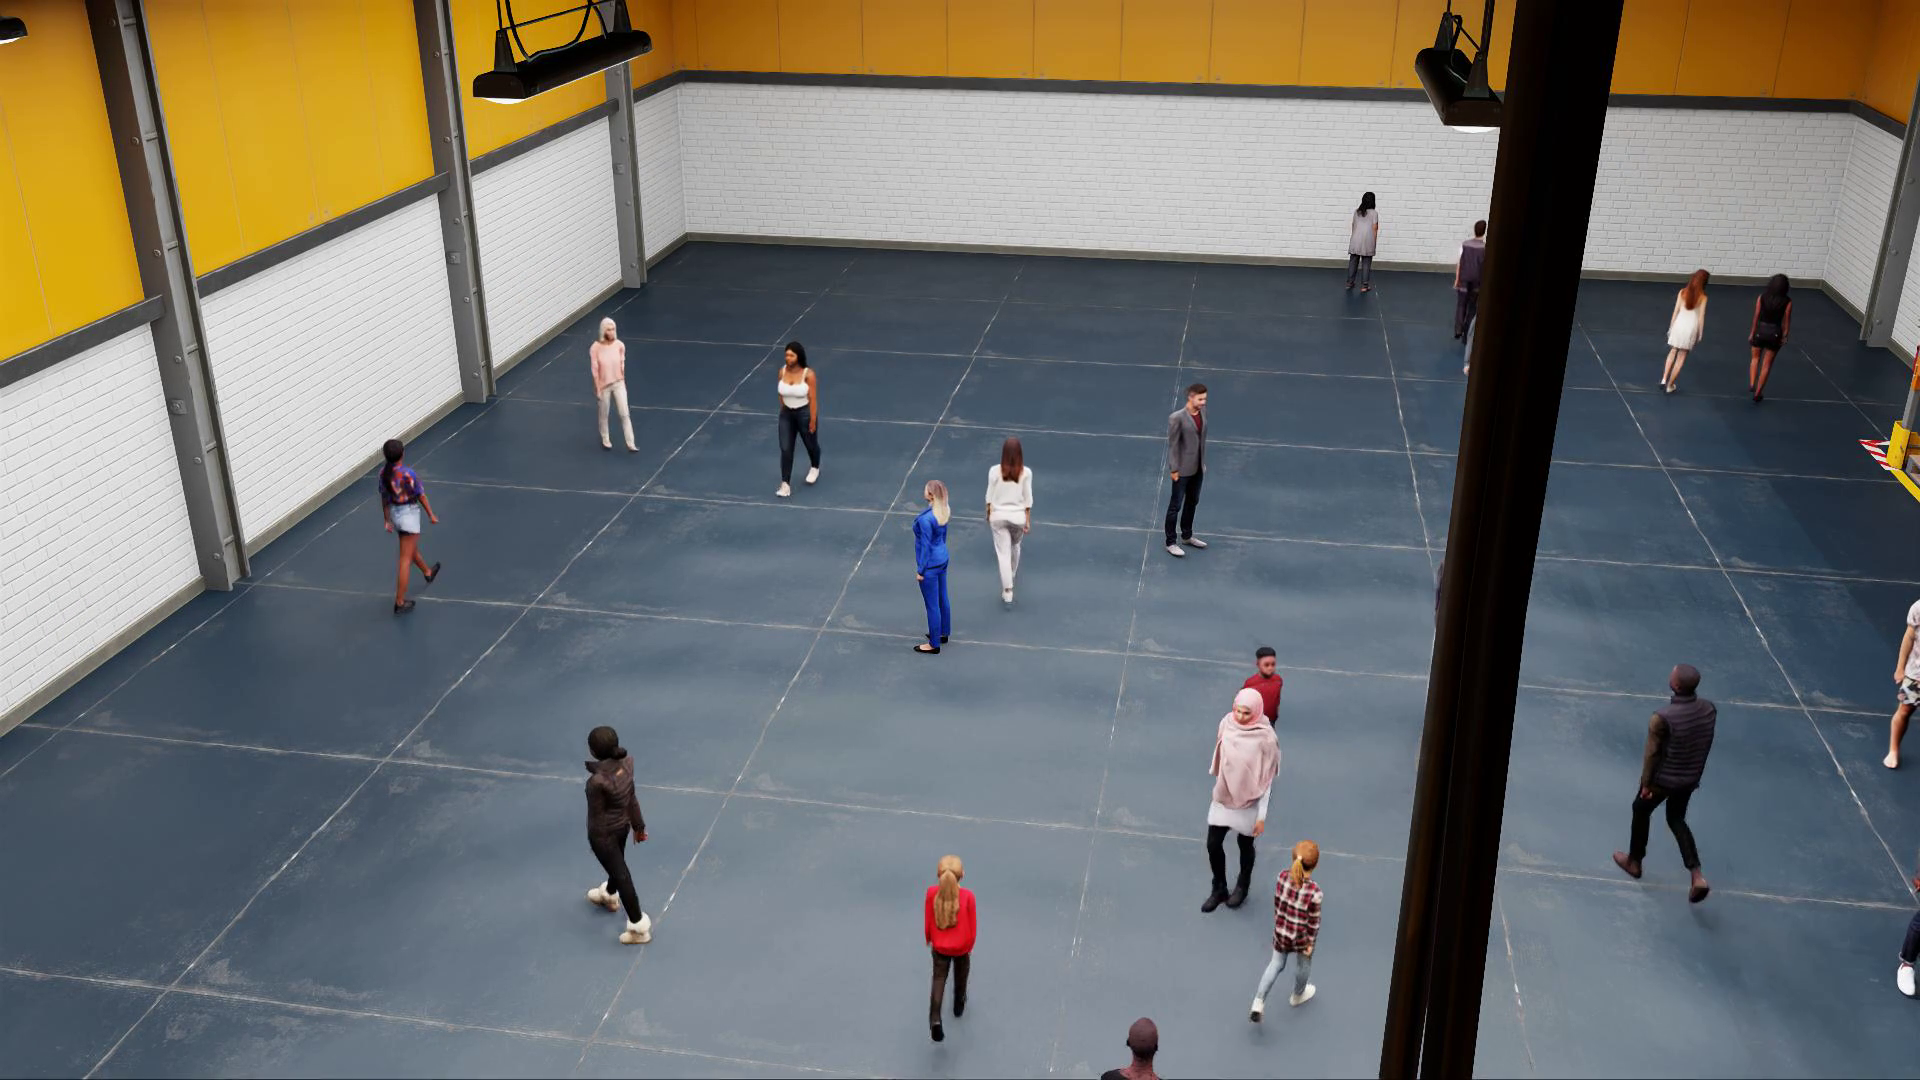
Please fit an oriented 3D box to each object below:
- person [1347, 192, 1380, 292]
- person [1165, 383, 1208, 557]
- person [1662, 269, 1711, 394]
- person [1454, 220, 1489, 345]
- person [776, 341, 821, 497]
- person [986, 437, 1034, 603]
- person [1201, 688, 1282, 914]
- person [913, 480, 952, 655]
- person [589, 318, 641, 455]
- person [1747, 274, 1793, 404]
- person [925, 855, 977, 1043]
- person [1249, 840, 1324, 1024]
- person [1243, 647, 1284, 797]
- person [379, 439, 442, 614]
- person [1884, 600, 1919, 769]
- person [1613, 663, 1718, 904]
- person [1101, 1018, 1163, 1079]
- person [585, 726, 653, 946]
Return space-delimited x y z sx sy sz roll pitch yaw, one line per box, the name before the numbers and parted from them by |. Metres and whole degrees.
person | 6.641 -4.930 27.406 0.769 1.603 0.818 20 30 38
person | 2.404 -0.775 17.564 0.761 1.873 0.843 -19 30 -37
person | 9.749 -2.785 22.402 0.742 1.681 0.797 21 31 39
person | 7.501 -3.762 24.445 0.778 1.835 0.786 14 27 29
person | -1.813 -1.419 19.173 0.778 1.764 1.183 8 25 18
person | 0.481 -0.179 16.476 0.823 1.651 1.156 -3 24 -6
person | 2.035 1.807 11.765 0.789 1.786 0.837 16 28 32
person | -0.233 0.230 15.478 0.723 1.701 0.566 10 25 21
person | -4.332 -1.897 20.369 1.044 1.682 1.154 -13 27 -27
person | 10.673 -2.646 22.031 0.761 1.723 0.835 17 29 33
person | -0.065 2.602 10.598 0.482 1.265 0.809 5 24 10
person | 2.118 2.545 10.702 0.809 1.286 0.941 21 31 39
person | 2.364 1.411 13.350 0.697 1.243 0.851 -7 24 -15
person | -5.475 -0.111 16.264 0.756 1.697 1.185 9 25 20
person | 7.904 1.028 13.516 0.710 1.811 0.632 8 25 19
person | 5.135 1.745 11.875 0.984 1.811 1.200 -6 24 -14
person | 0.891 3.263 8.504 0.664 1.730 0.681 9 25 19
person | -2.524 1.968 11.548 0.881 1.664 1.023 -3 24 -8
